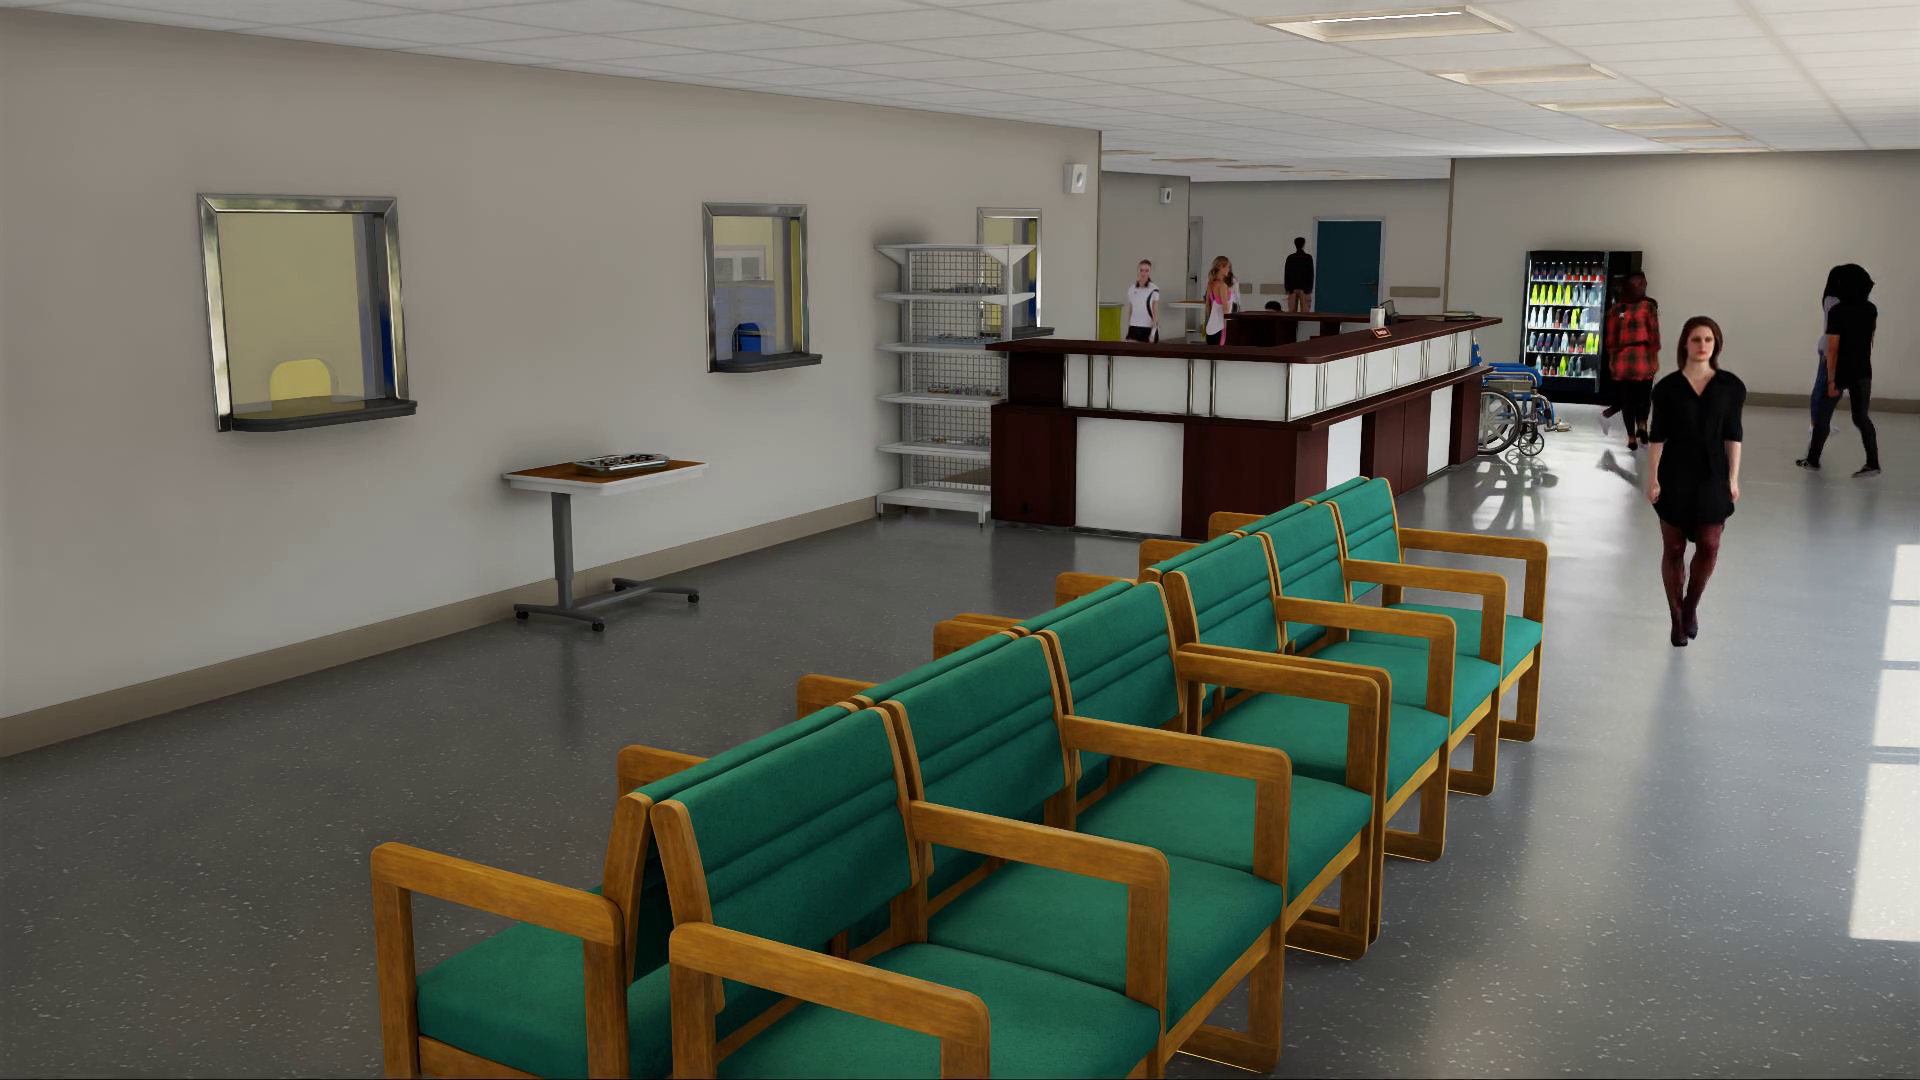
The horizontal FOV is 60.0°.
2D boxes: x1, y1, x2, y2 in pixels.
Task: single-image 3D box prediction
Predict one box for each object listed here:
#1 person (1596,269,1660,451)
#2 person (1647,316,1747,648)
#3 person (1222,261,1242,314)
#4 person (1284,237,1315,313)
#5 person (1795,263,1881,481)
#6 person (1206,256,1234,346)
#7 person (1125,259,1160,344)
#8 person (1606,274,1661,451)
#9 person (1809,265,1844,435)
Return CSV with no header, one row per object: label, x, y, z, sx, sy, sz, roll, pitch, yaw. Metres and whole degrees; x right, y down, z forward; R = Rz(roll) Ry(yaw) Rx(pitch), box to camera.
person,6.481,-1.729,16.057,1.004,1.705,1.123,-5,12,-26
person,3.744,-0.296,8.541,0.566,1.692,0.700,4,11,18
person,4.575,-3.989,28.459,0.940,1.521,0.604,6,12,29
person,6.229,-4.589,30.545,0.600,1.922,0.794,4,11,20
person,7.523,-1.383,13.966,1.179,1.793,1.121,-2,11,-9
person,3.055,-2.483,19.809,0.740,1.787,0.660,-4,11,-20
person,2.222,-2.429,19.751,1.111,1.702,0.751,4,12,21
person,6.399,-1.678,15.872,0.604,1.674,0.733,6,12,28
person,9.071,-1.984,17.316,0.661,1.736,0.625,-9,14,-41
